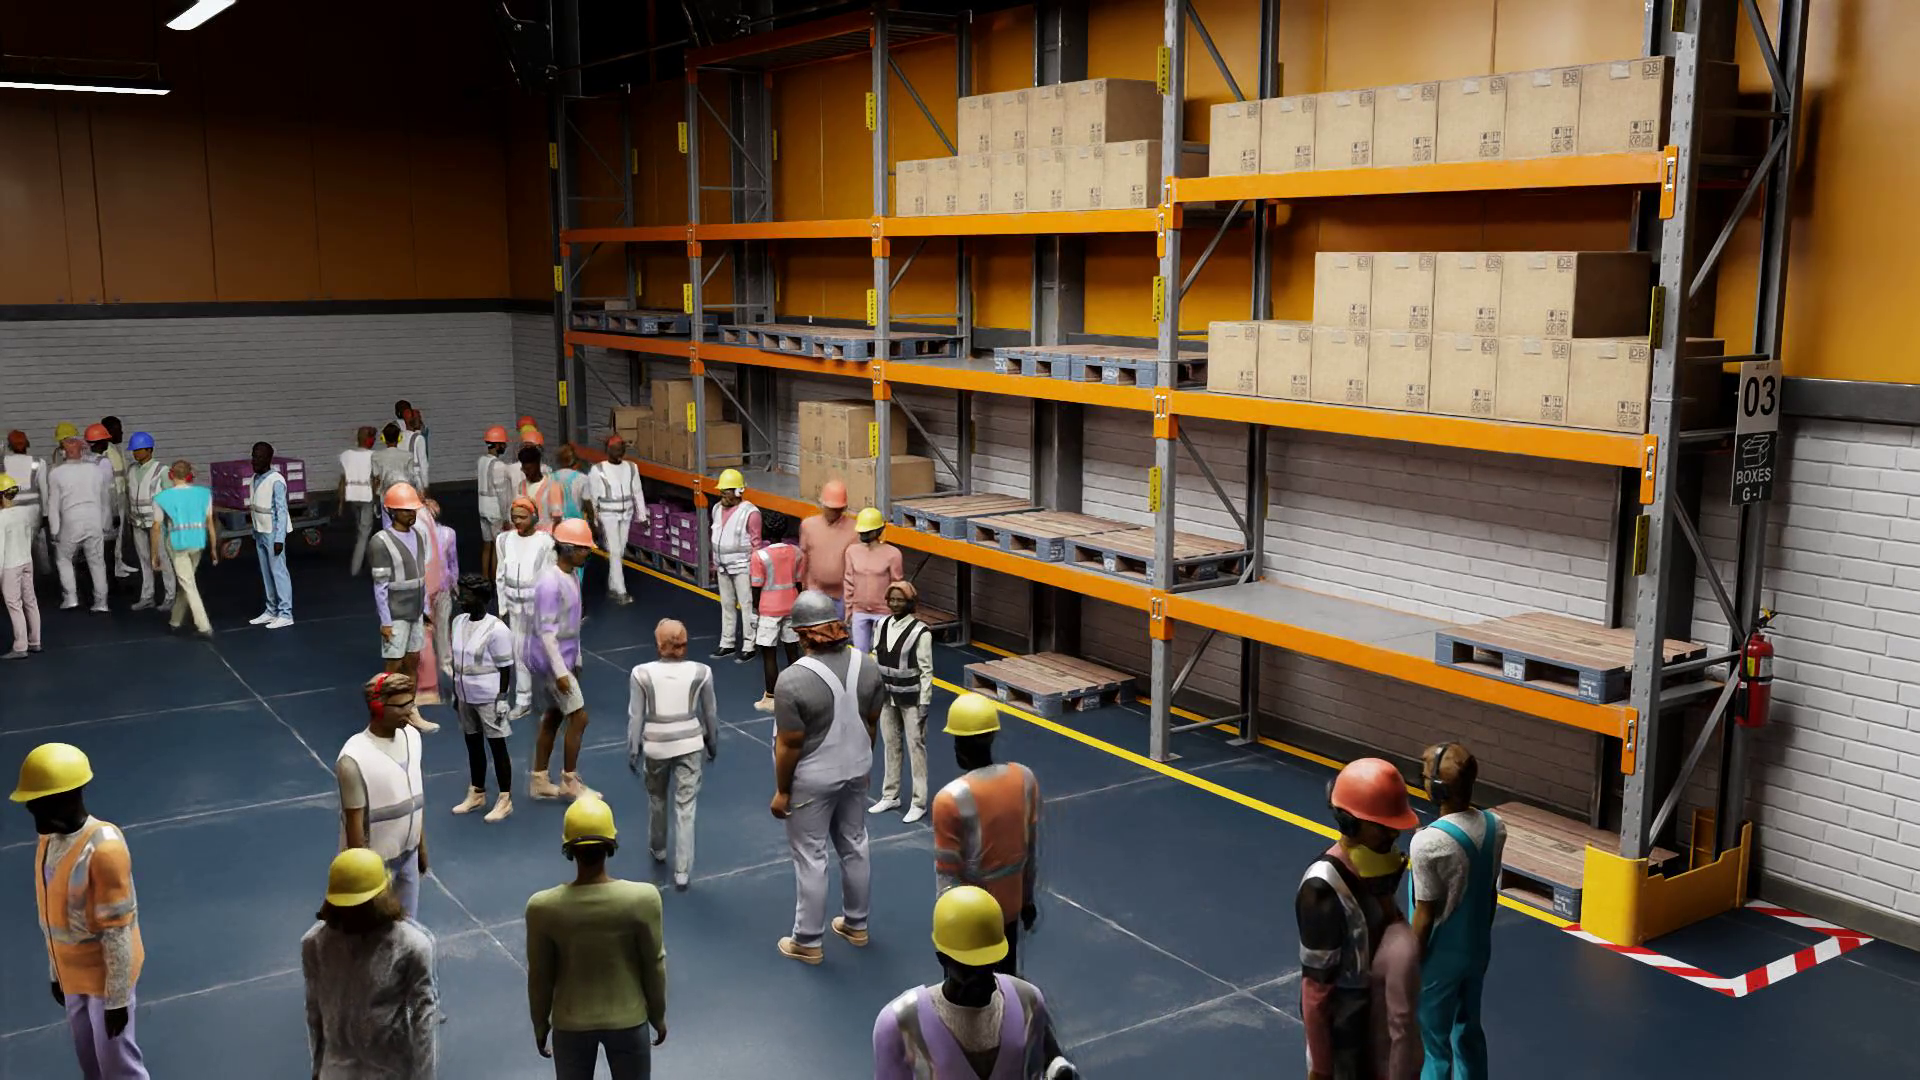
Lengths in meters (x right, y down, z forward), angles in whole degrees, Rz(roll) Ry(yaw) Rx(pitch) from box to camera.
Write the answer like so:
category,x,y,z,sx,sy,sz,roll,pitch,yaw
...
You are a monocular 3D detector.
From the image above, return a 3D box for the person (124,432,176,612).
category,x,y,z,sx,sy,sz,roll,pitch,yaw
person,-8.688,-0.196,17.838,0.617,1.946,0.393,3,10,16

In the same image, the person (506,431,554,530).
category,x,y,z,sx,sy,sz,roll,pitch,yaw
person,-4.664,-0.202,17.969,0.623,1.936,1.061,2,10,12

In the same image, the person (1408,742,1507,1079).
category,x,y,z,sx,sy,sz,roll,pitch,yaw
person,2.002,1.727,6.860,0.508,1.845,0.345,-7,12,-34

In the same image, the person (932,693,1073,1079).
category,x,y,z,sx,sy,sz,roll,pitch,yaw
person,0.167,1.624,7.337,0.604,1.901,0.759,-9,13,-41

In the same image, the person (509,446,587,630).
category,x,y,z,sx,sy,sz,roll,pitch,yaw
person,-4.196,-0.011,16.890,0.638,1.915,0.948,5,11,27

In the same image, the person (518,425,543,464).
category,x,y,z,sx,sy,sz,roll,pitch,yaw
person,-5.294,-0.563,20.628,0.336,1.736,0.488,-1,10,-8

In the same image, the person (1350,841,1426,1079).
category,x,y,z,sx,sy,sz,roll,pitch,yaw
person,1.513,1.899,6.106,0.358,1.757,0.541,-1,10,-5

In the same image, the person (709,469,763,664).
category,x,y,z,sx,sy,sz,roll,pitch,yaw
person,-2.115,0.242,15.602,0.591,1.834,0.404,7,12,37

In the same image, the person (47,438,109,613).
category,x,y,z,sx,sy,sz,roll,pitch,yaw
person,-9.439,-0.147,17.757,0.674,1.879,0.699,6,12,34

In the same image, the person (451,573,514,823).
category,x,y,z,sx,sy,sz,roll,pitch,yaw
person,-3.239,1.056,11.227,0.541,1.696,0.315,6,11,32

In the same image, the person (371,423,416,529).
category,x,y,z,sx,sy,sz,roll,pitch,yaw
person,-6.645,-0.441,19.552,0.502,1.861,0.327,-4,10,-20

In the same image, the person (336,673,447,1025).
category,x,y,z,sx,sy,sz,roll,pitch,yaw
person,-2.780,1.534,8.029,0.389,1.836,0.561,3,10,15

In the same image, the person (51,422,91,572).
category,x,y,z,sx,sy,sz,roll,pitch,yaw
person,-10.736,-0.524,20.133,0.587,1.823,0.404,3,10,17

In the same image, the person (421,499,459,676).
category,x,y,z,sx,sy,sz,roll,pitch,yaw
person,-4.778,0.440,15.015,0.512,1.638,0.312,-6,11,-30

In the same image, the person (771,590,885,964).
category,x,y,z,sx,sy,sz,roll,pitch,yaw
person,-0.776,1.257,9.037,0.676,2.000,0.536,-9,13,-42

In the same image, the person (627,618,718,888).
category,x,y,z,sx,sy,sz,roll,pitch,yaw
person,-1.763,1.266,10.223,0.546,1.604,0.786,-2,10,-12

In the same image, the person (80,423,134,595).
category,x,y,z,sx,sy,sz,roll,pitch,yaw
person,-9.647,-0.344,18.727,0.545,1.942,0.353,5,11,28

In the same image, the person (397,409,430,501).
category,x,y,z,sx,sy,sz,roll,pitch,yaw
person,-6.960,-0.729,21.163,0.575,1.882,0.359,6,12,33

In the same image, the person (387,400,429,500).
category,x,y,z,sx,sy,sz,roll,pitch,yaw
person,-7.620,-1.006,22.907,0.429,1.845,0.621,8,13,40

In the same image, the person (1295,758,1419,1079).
category,x,y,z,sx,sy,sz,roll,pitch,yaw
person,1.449,1.768,6.081,0.405,2.030,0.614,7,12,35

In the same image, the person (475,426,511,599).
category,x,y,z,sx,sy,sz,roll,pitch,yaw
person,-5.173,-0.312,18.591,0.389,1.929,0.549,-9,13,-41

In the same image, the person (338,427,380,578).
category,x,y,z,sx,sy,sz,roll,pitch,yaw
person,-7.128,-0.460,19.880,0.600,1.794,0.945,2,10,11

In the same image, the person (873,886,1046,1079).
category,x,y,z,sx,sy,sz,roll,pitch,yaw
person,0.019,1.981,5.119,0.585,1.928,0.370,-5,11,-27

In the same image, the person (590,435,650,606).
category,x,y,z,sx,sy,sz,roll,pitch,yaw
person,-3.708,-0.217,18.263,0.574,1.844,0.879,-9,13,-42

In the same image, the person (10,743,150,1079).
category,x,y,z,sx,sy,sz,roll,pitch,yaw
person,-3.491,1.731,6.641,0.584,1.917,0.407,7,12,37

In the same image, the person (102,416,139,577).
category,x,y,z,sx,sy,sz,roll,pitch,yaw
person,-10.115,-0.519,19.850,0.397,1.909,0.617,-2,10,-9

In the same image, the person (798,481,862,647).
category,x,y,z,sx,sy,sz,roll,pitch,yaw
person,-1.107,0.442,14.190,0.614,1.914,1.024,0,10,2

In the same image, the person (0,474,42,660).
category,x,y,z,sx,sy,sz,roll,pitch,yaw
person,-8.979,0.252,15.745,0.314,1.769,0.524,1,10,3

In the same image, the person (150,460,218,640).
category,x,y,z,sx,sy,sz,roll,pitch,yaw
person,-7.746,0.099,16.598,0.964,1.791,0.609,8,12,39

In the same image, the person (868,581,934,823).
category,x,y,z,sx,sy,sz,roll,pitch,yaw
person,-0.395,1.080,11.245,0.522,1.642,0.306,8,13,40

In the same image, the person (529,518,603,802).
category,x,y,z,sx,sy,sz,roll,pitch,yaw
person,-2.714,0.850,11.524,0.719,2.007,0.635,0,10,2

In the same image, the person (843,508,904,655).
category,x,y,z,sx,sy,sz,roll,pitch,yaw
person,-0.718,0.602,13.712,0.526,1.761,0.337,3,10,19

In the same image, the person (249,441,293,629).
category,x,y,z,sx,sy,sz,roll,pitch,yaw
person,-7.105,-0.057,17.125,0.593,1.915,0.388,8,13,41

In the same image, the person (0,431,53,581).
category,x,y,z,sx,sy,sz,roll,pitch,yaw
person,-10.758,-0.346,19.115,0.560,1.830,0.985,-4,10,-22

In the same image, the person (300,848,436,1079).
category,x,y,z,sx,sy,sz,roll,pitch,yaw
person,-2.142,1.945,5.959,0.506,1.707,0.831,0,10,0

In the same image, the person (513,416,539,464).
category,x,y,z,sx,sy,sz,roll,pitch,yaw
person,-5.601,-0.738,21.591,0.341,1.750,0.565,0,10,1

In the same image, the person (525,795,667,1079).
category,x,y,z,sx,sy,sz,roll,pitch,yaw
person,-1.393,1.846,6.417,0.528,1.761,0.333,-1,10,-6

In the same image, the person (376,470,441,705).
category,x,y,z,sx,sy,sz,roll,pitch,yaw
person,-4.701,0.394,14.106,0.591,2.000,0.697,-1,10,-3

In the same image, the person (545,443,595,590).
category,x,y,z,sx,sy,sz,roll,pitch,yaw
person,-4.168,-0.107,17.689,0.558,1.826,0.492,0,10,0

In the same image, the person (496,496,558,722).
category,x,y,z,sx,sy,sz,roll,pitch,yaw
person,-3.509,0.566,13.596,0.570,1.878,0.353,3,10,17

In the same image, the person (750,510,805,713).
category,x,y,z,sx,sy,sz,roll,pitch,yaw
person,-1.528,0.596,13.948,0.537,1.694,0.320,-9,13,-43

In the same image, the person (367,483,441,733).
category,x,y,z,sx,sy,sz,roll,pitch,yaw
person,-4.357,0.564,13.100,0.390,2.045,0.607,3,10,19
